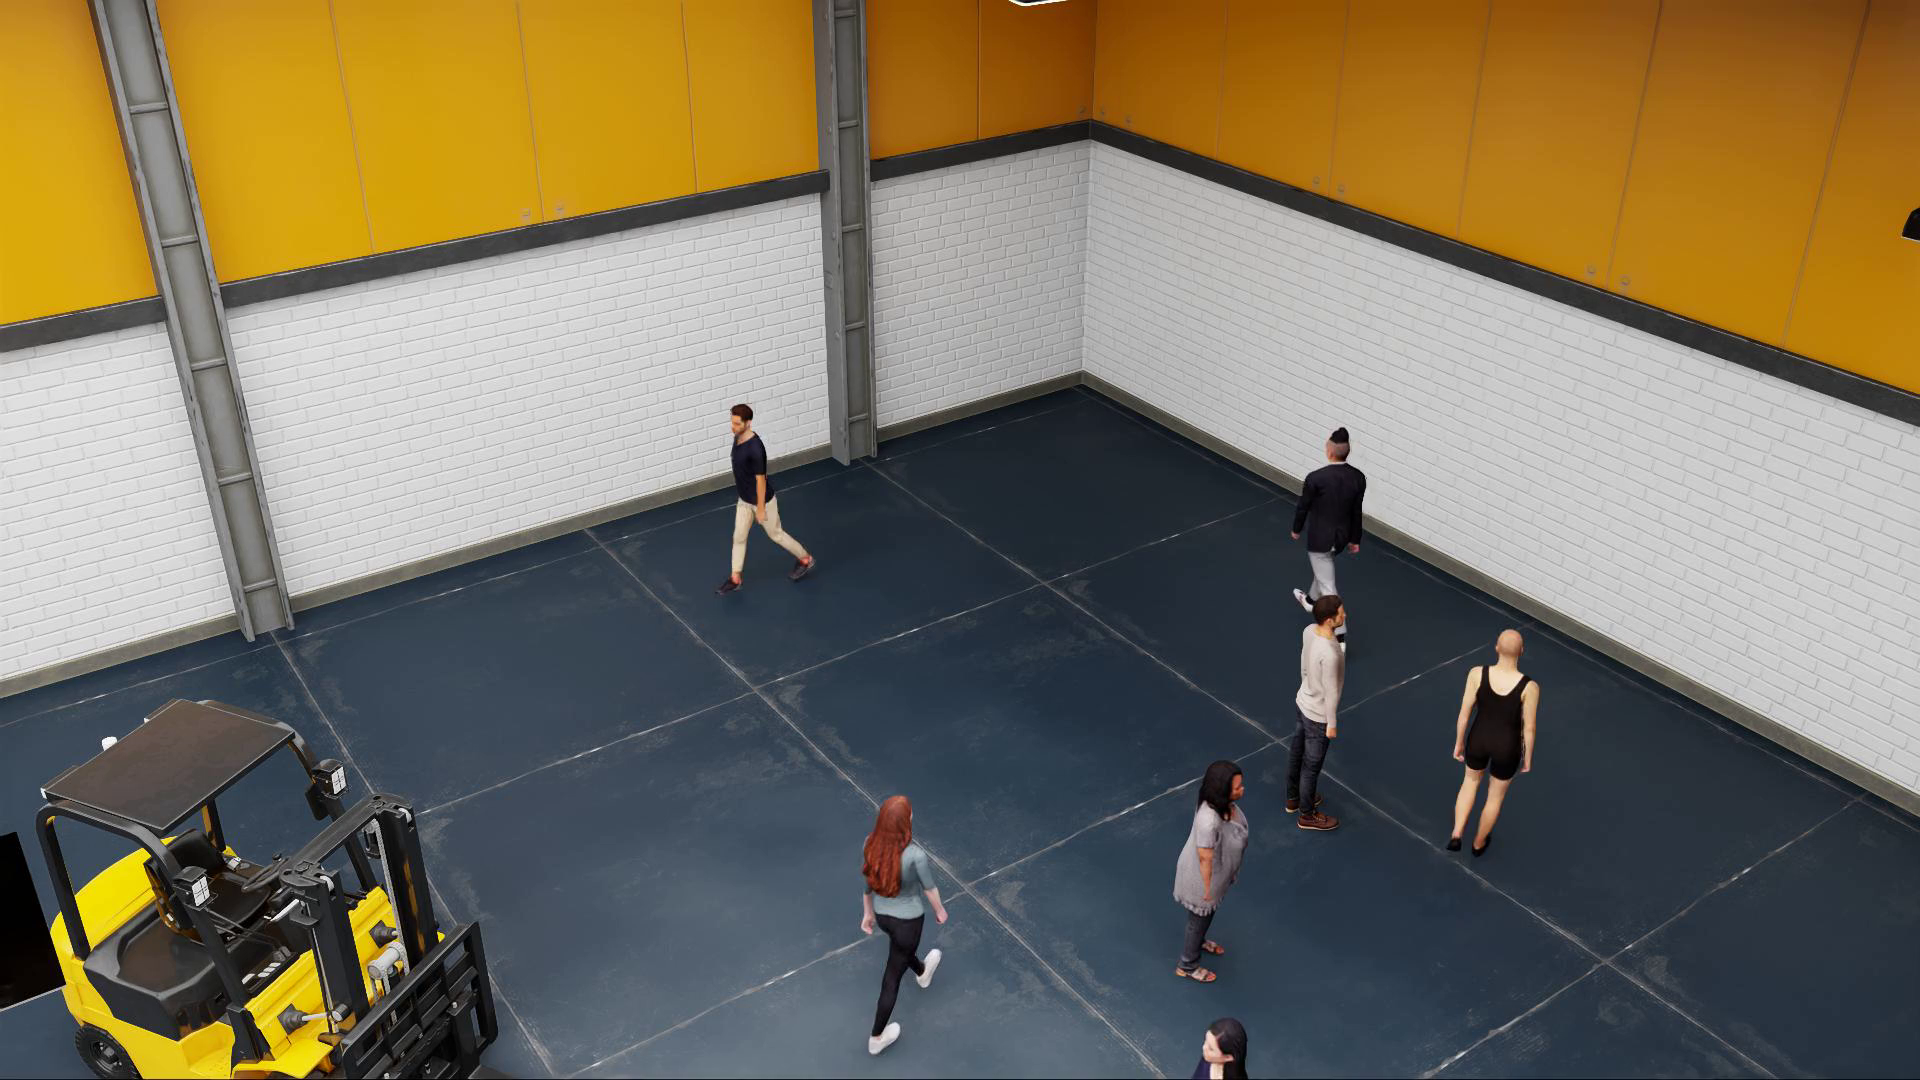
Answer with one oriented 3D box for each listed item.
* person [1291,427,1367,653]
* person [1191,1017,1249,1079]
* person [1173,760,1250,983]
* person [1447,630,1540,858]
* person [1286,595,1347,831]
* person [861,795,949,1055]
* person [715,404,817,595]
[{"bbox_3d":[3.102,0.025,13.826,1.275,1.908,0.989,-8,30,-14],"label":"person"},{"bbox_3d":[1.390,3.076,8.468,1.178,1.682,1.000,-1,29,-2],"label":"person"},{"bbox_3d":[1.548,2.040,10.448,0.836,1.605,0.774,6,29,11],"label":"person"},{"bbox_3d":[3.594,1.458,11.308,0.805,1.804,0.882,18,34,30],"label":"person"},{"bbox_3d":[2.507,1.194,11.725,0.719,1.868,0.735,-5,29,-9],"label":"person"},{"bbox_3d":[-0.408,2.320,9.834,0.846,1.702,1.144,18,33,30],"label":"person"},{"bbox_3d":[-1.703,-0.384,14.682,1.176,1.807,0.697,-17,33,-28],"label":"person"}]
